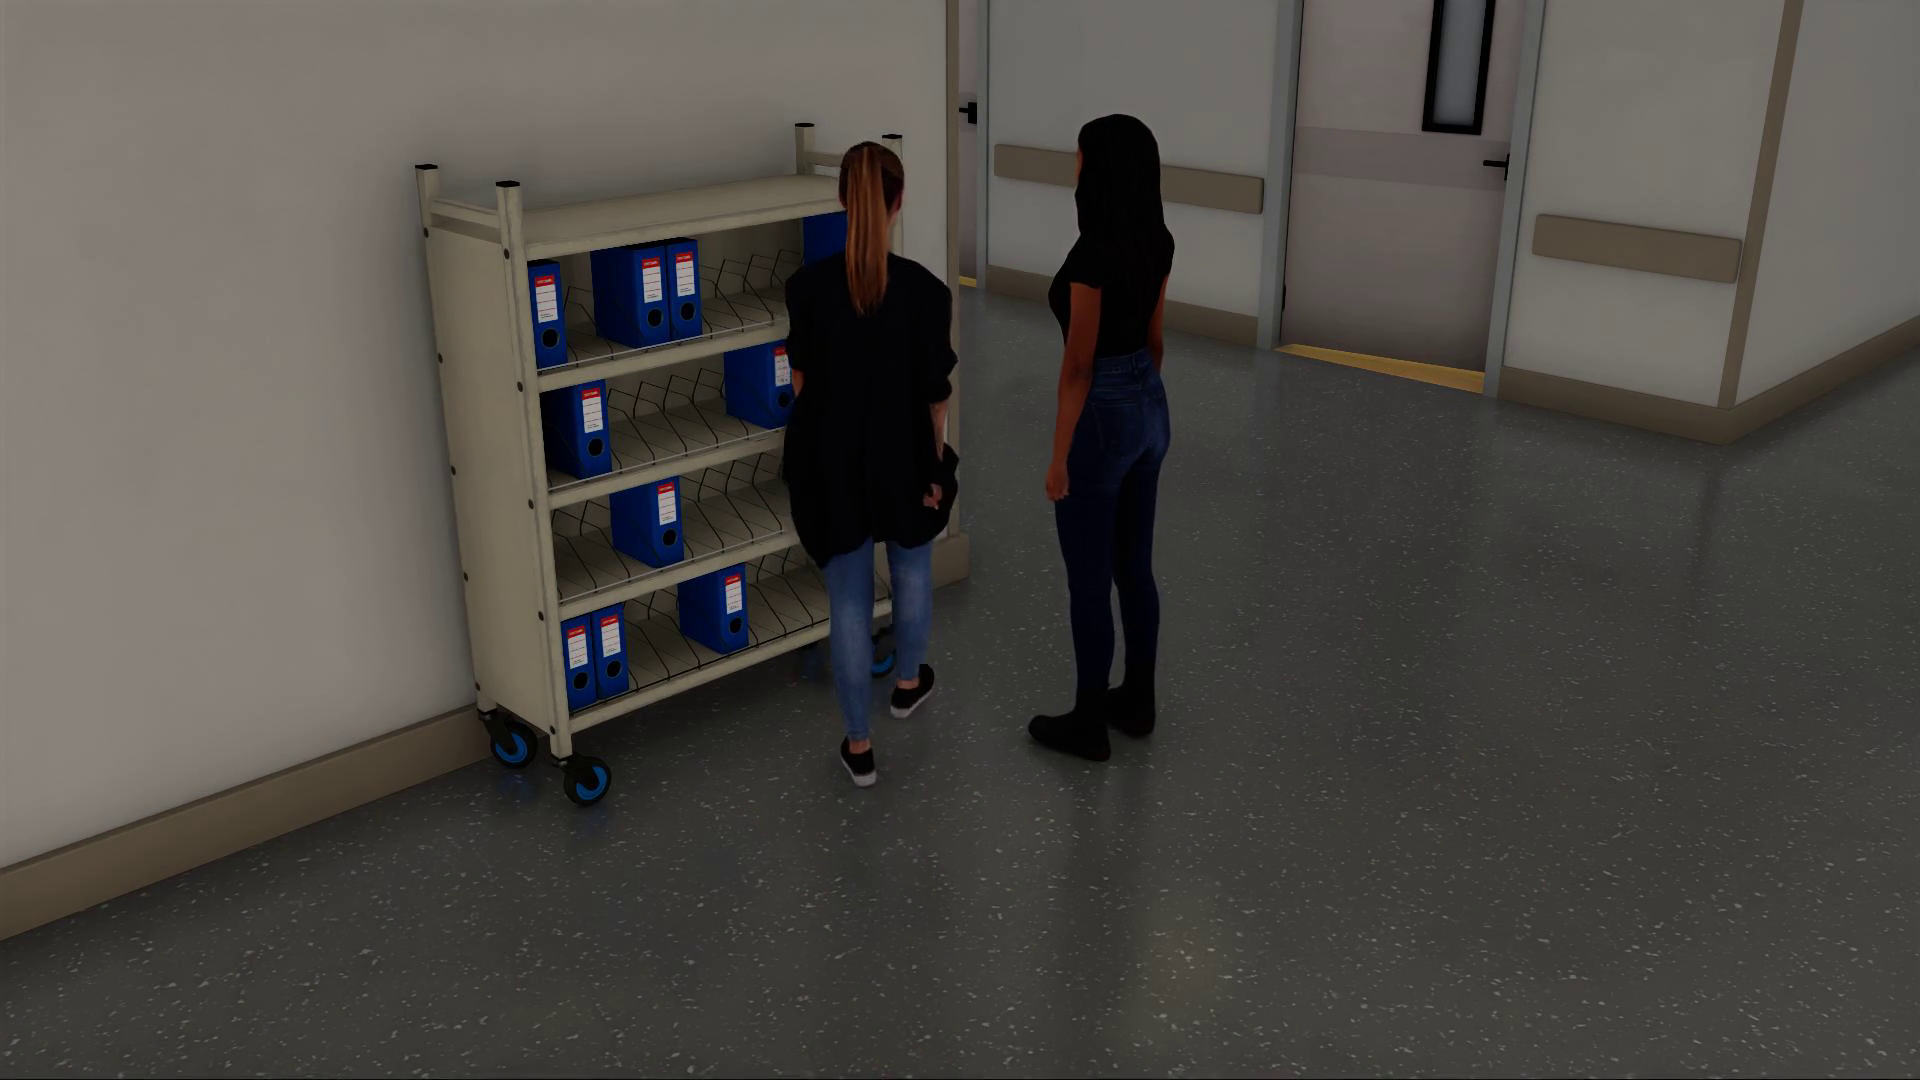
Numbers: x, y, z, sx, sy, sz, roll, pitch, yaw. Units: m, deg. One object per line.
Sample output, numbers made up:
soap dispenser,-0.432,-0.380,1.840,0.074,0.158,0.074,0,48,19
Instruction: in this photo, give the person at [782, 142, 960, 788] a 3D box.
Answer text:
person,-0.240,-0.146,4.288,0.893,1.663,0.969,0,21,-1

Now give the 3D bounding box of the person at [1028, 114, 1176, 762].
person,0.421,-0.256,4.477,0.645,1.734,0.495,16,26,36
